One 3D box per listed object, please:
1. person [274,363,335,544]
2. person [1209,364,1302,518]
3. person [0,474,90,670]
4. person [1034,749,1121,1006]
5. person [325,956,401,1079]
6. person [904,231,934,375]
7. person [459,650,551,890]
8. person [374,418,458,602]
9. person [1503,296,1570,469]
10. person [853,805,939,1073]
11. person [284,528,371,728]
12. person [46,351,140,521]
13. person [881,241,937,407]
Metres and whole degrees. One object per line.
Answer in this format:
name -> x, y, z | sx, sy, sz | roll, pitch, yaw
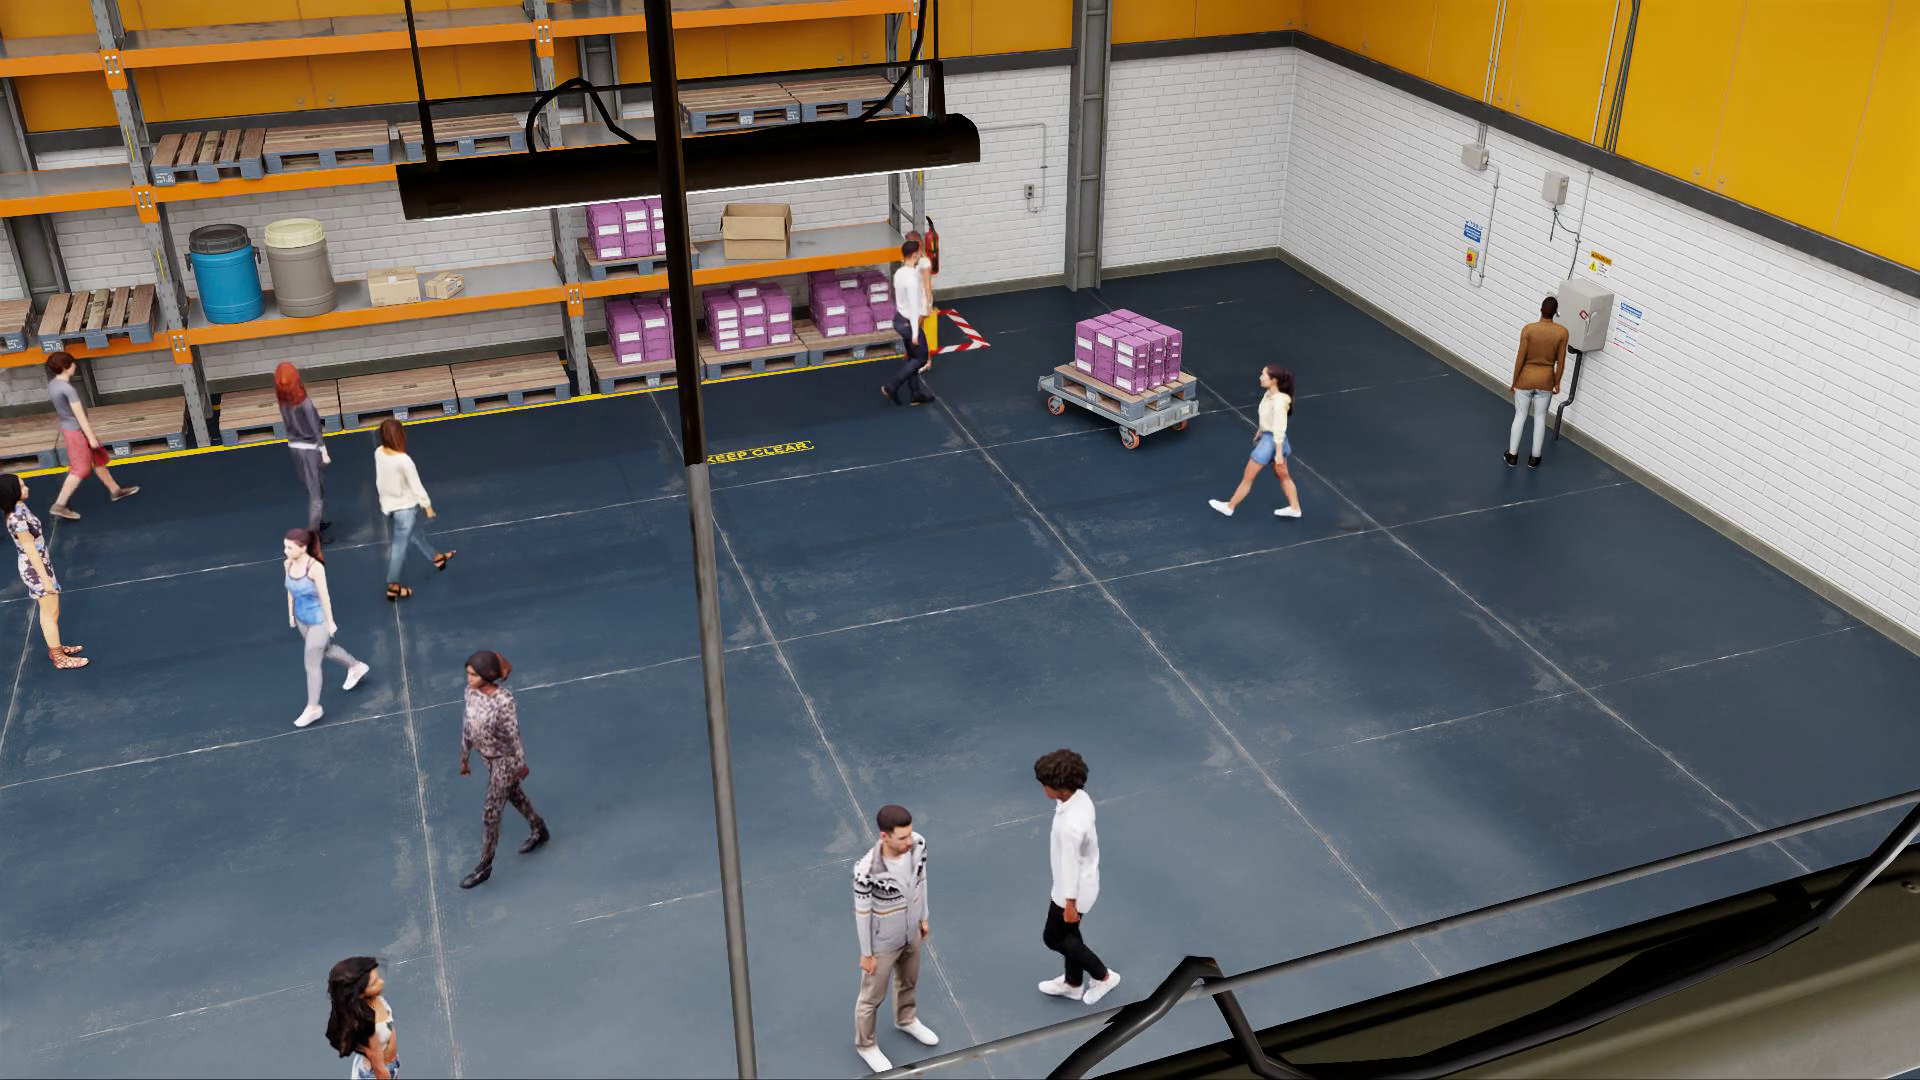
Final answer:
person -> -6.030, -0.809, 15.385 | 0.735, 1.778, 0.784 | 25, 37, 38
person -> 3.033, -0.881, 15.729 | 1.227, 1.574, 1.001 | 3, 29, 6
person -> -7.485, 0.248, 13.493 | 0.590, 1.734, 0.632 | -17, 33, -28
person -> 0.767, 2.076, 10.083 | 0.962, 1.790, 0.880 | 2, 29, 4
person -> -3.084, 2.855, 8.825 | 0.535, 1.626, 0.544 | -10, 30, -18
person -> -0.391, -2.722, 18.997 | 0.649, 1.676, 0.643 | -17, 33, -28
person -> -3.061, 1.466, 11.318 | 0.933, 1.679, 1.098 | 20, 34, 32
person -> -4.932, -0.234, 14.466 | 0.983, 1.647, 1.144 | 20, 35, 33
person -> 5.817, -1.598, 16.791 | 0.674, 1.817, 0.785 | 6, 29, 12
person -> -0.405, 2.268, 9.668 | 0.808, 1.850, 0.661 | 25, 37, 38
person -> -4.996, 0.606, 12.999 | 0.940, 1.577, 1.094 | 19, 34, 31
person -> -8.484, -0.975, 15.852 | 1.184, 1.622, 0.916 | -25, 37, -38
person -> -0.639, -2.314, 18.073 | 0.885, 1.845, 0.685 | -9, 30, -16
